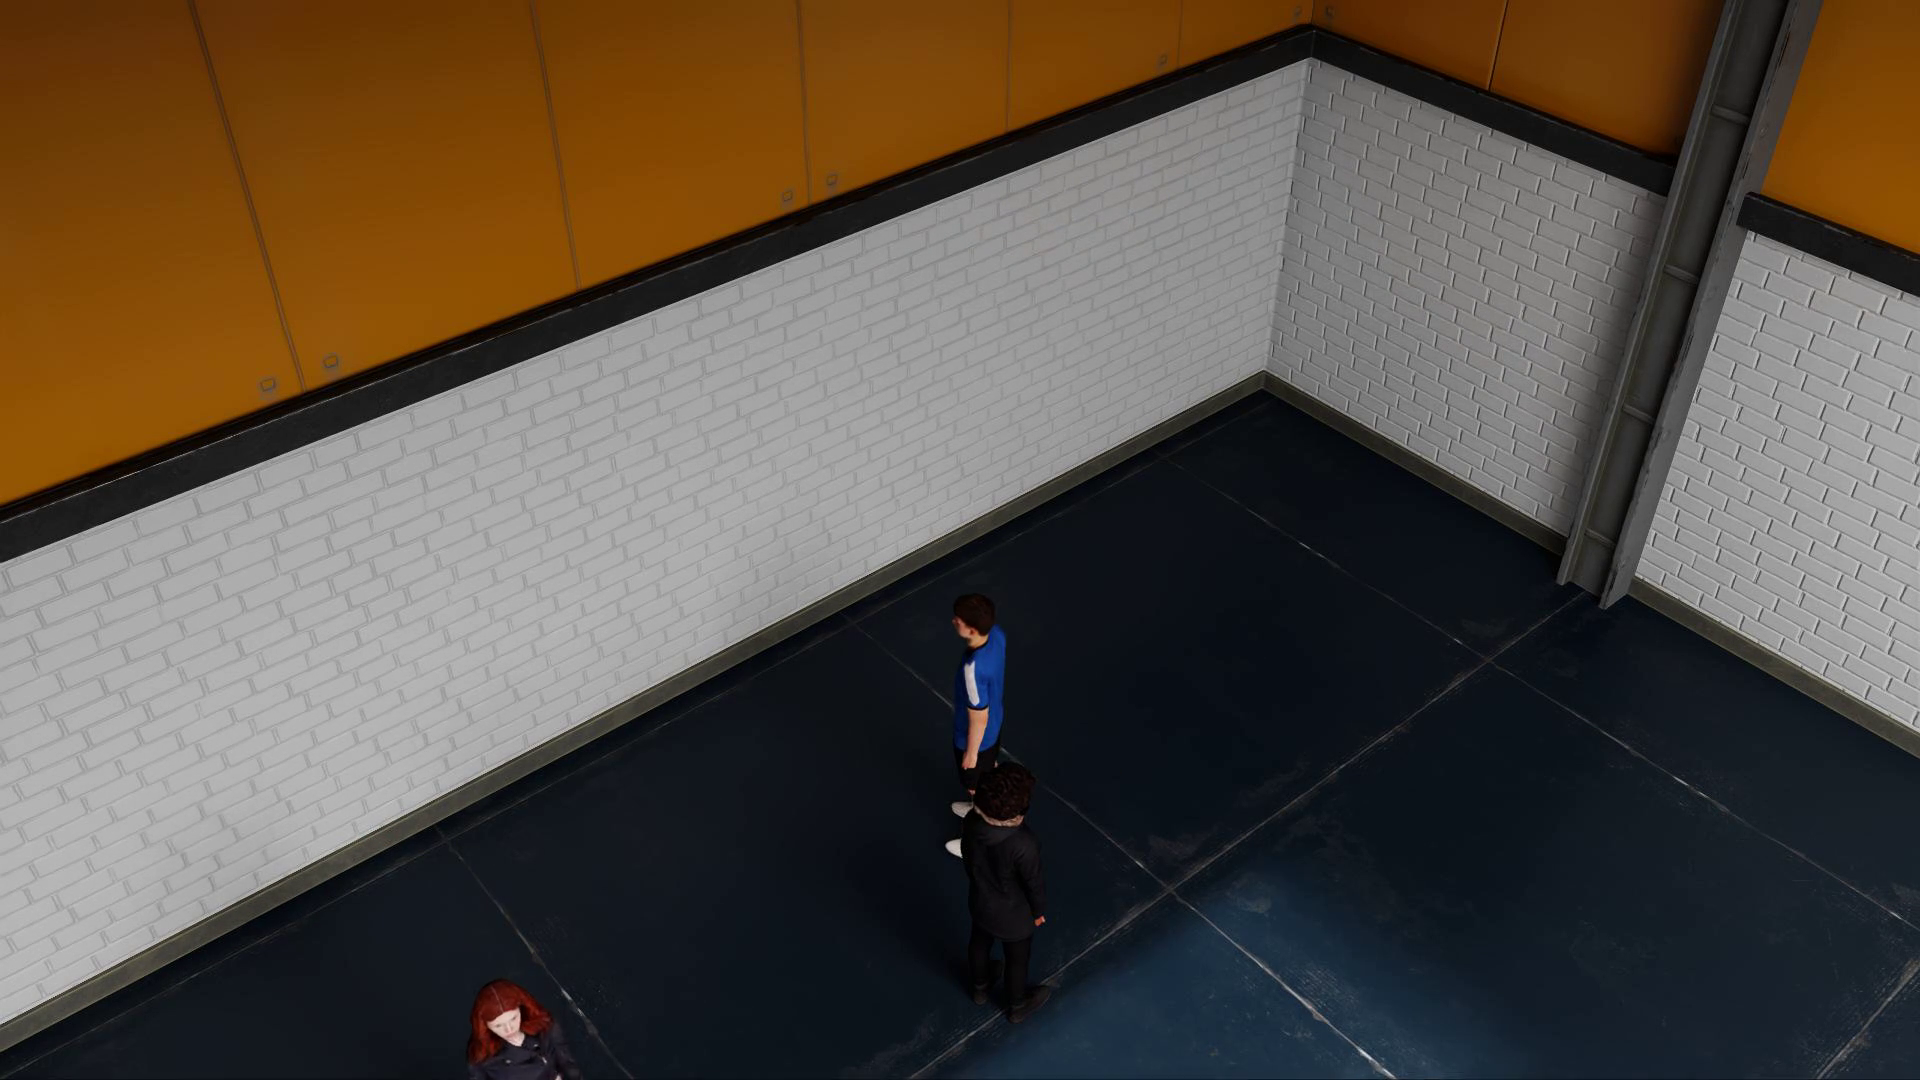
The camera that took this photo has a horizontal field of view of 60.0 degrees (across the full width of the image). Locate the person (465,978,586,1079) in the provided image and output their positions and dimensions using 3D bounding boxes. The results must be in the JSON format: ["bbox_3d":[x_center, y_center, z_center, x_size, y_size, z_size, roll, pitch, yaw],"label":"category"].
[{"bbox_3d":[-1.959,2.475,7.492,0.649,1.758,0.998,-25,45,-28],"label":"person"}]

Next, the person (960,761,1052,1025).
[{"bbox_3d":[0.217,1.782,8.342,0.607,1.780,0.739,26,45,28],"label":"person"}]

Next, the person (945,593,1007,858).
[{"bbox_3d":[0.110,1.024,9.223,0.796,1.866,0.749,5,39,6],"label":"person"}]
